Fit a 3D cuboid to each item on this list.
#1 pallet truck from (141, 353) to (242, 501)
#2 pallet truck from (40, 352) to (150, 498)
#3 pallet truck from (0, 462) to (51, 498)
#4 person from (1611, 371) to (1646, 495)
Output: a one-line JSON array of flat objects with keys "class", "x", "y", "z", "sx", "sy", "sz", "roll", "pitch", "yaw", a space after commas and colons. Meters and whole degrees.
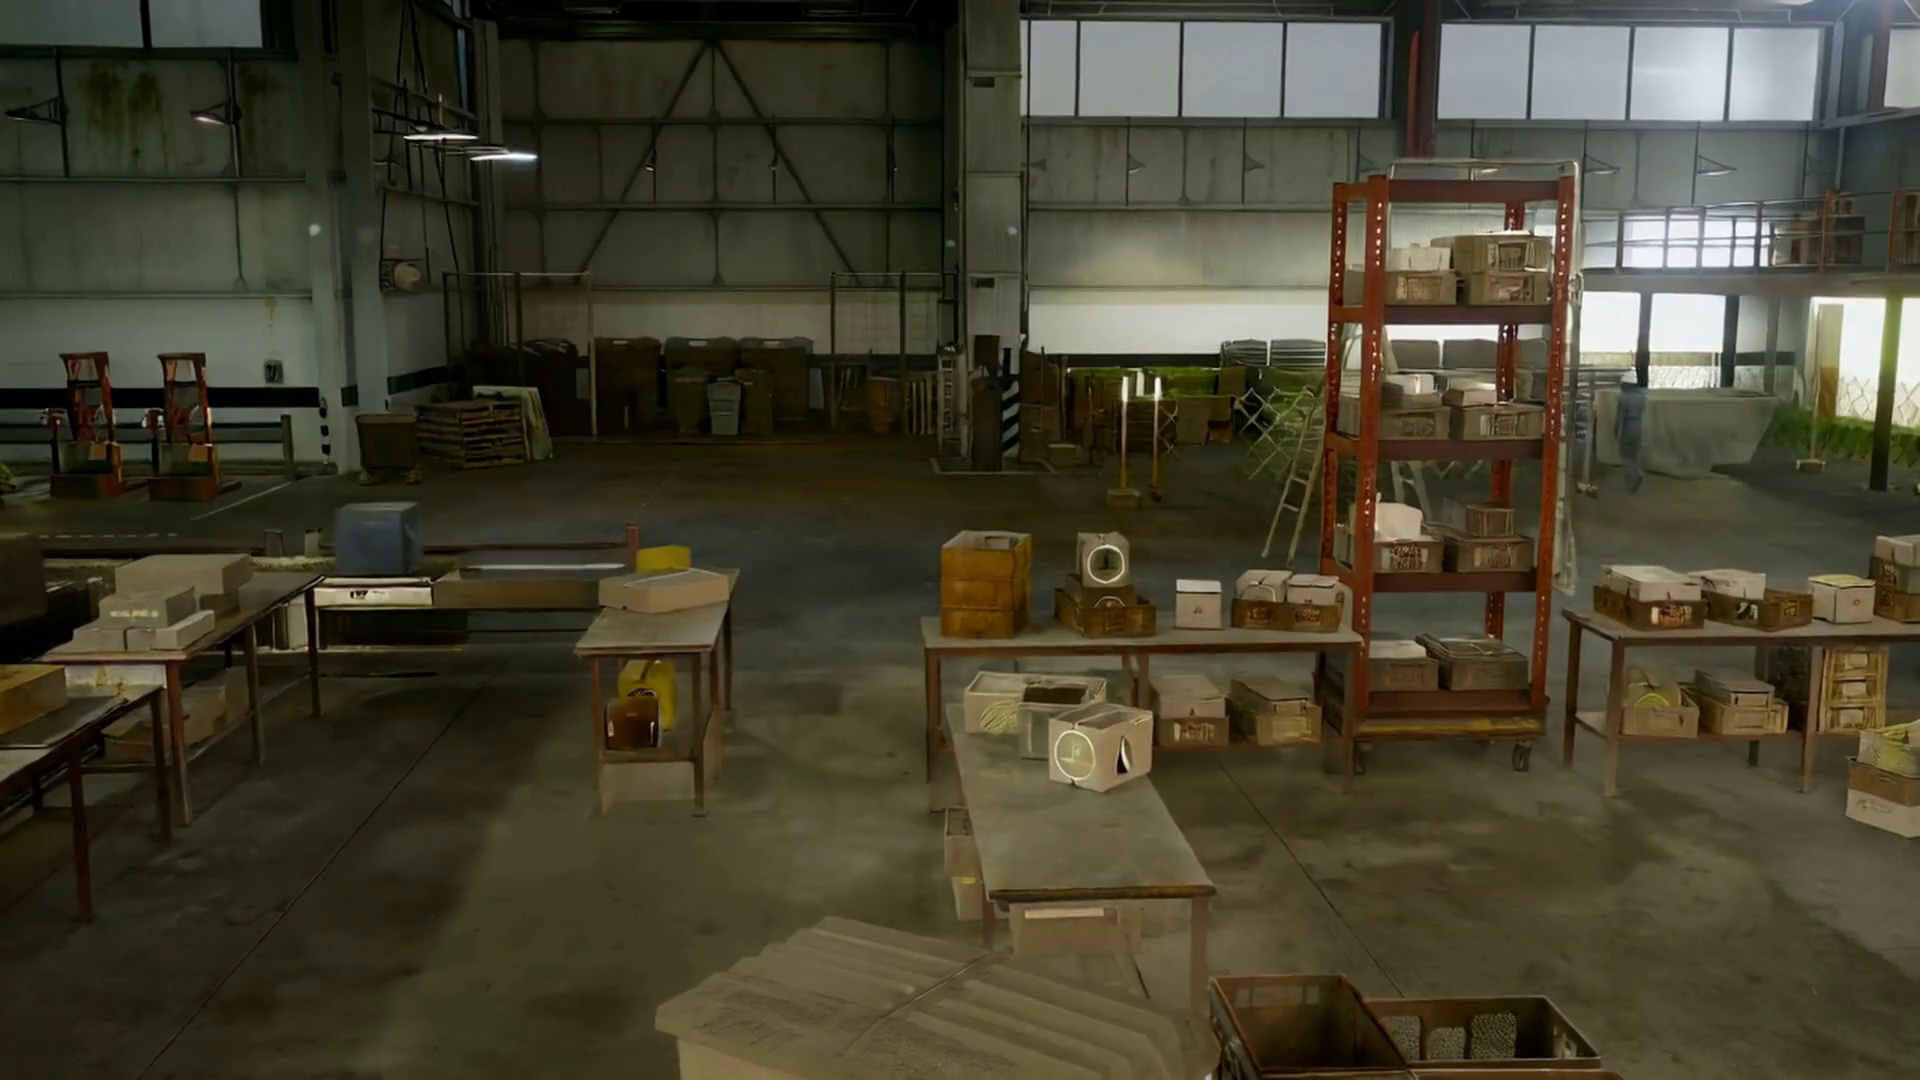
[{"class": "pallet truck", "x": -10.520, "y": -1.604, "z": 22.925, "sx": 0.823, "sy": 1.965, "sz": 1.885, "roll": -1, "pitch": 9, "yaw": -6}, {"class": "pallet truck", "x": -11.907, "y": -1.642, "z": 23.165, "sx": 0.823, "sy": 1.965, "sz": 1.885, "roll": 0, "pitch": 9, "yaw": 0}, {"class": "pallet truck", "x": -13.193, "y": -1.293, "z": 23.148, "sx": 0.653, "sy": 1.274, "sz": 1.630, "roll": -1, "pitch": 9, "yaw": -4}, {"class": "person", "x": 9.211, "y": -1.453, "z": 22.841, "sx": 0.551, "sy": 1.716, "sz": 0.512, "roll": -4, "pitch": 10, "yaw": -21}]
